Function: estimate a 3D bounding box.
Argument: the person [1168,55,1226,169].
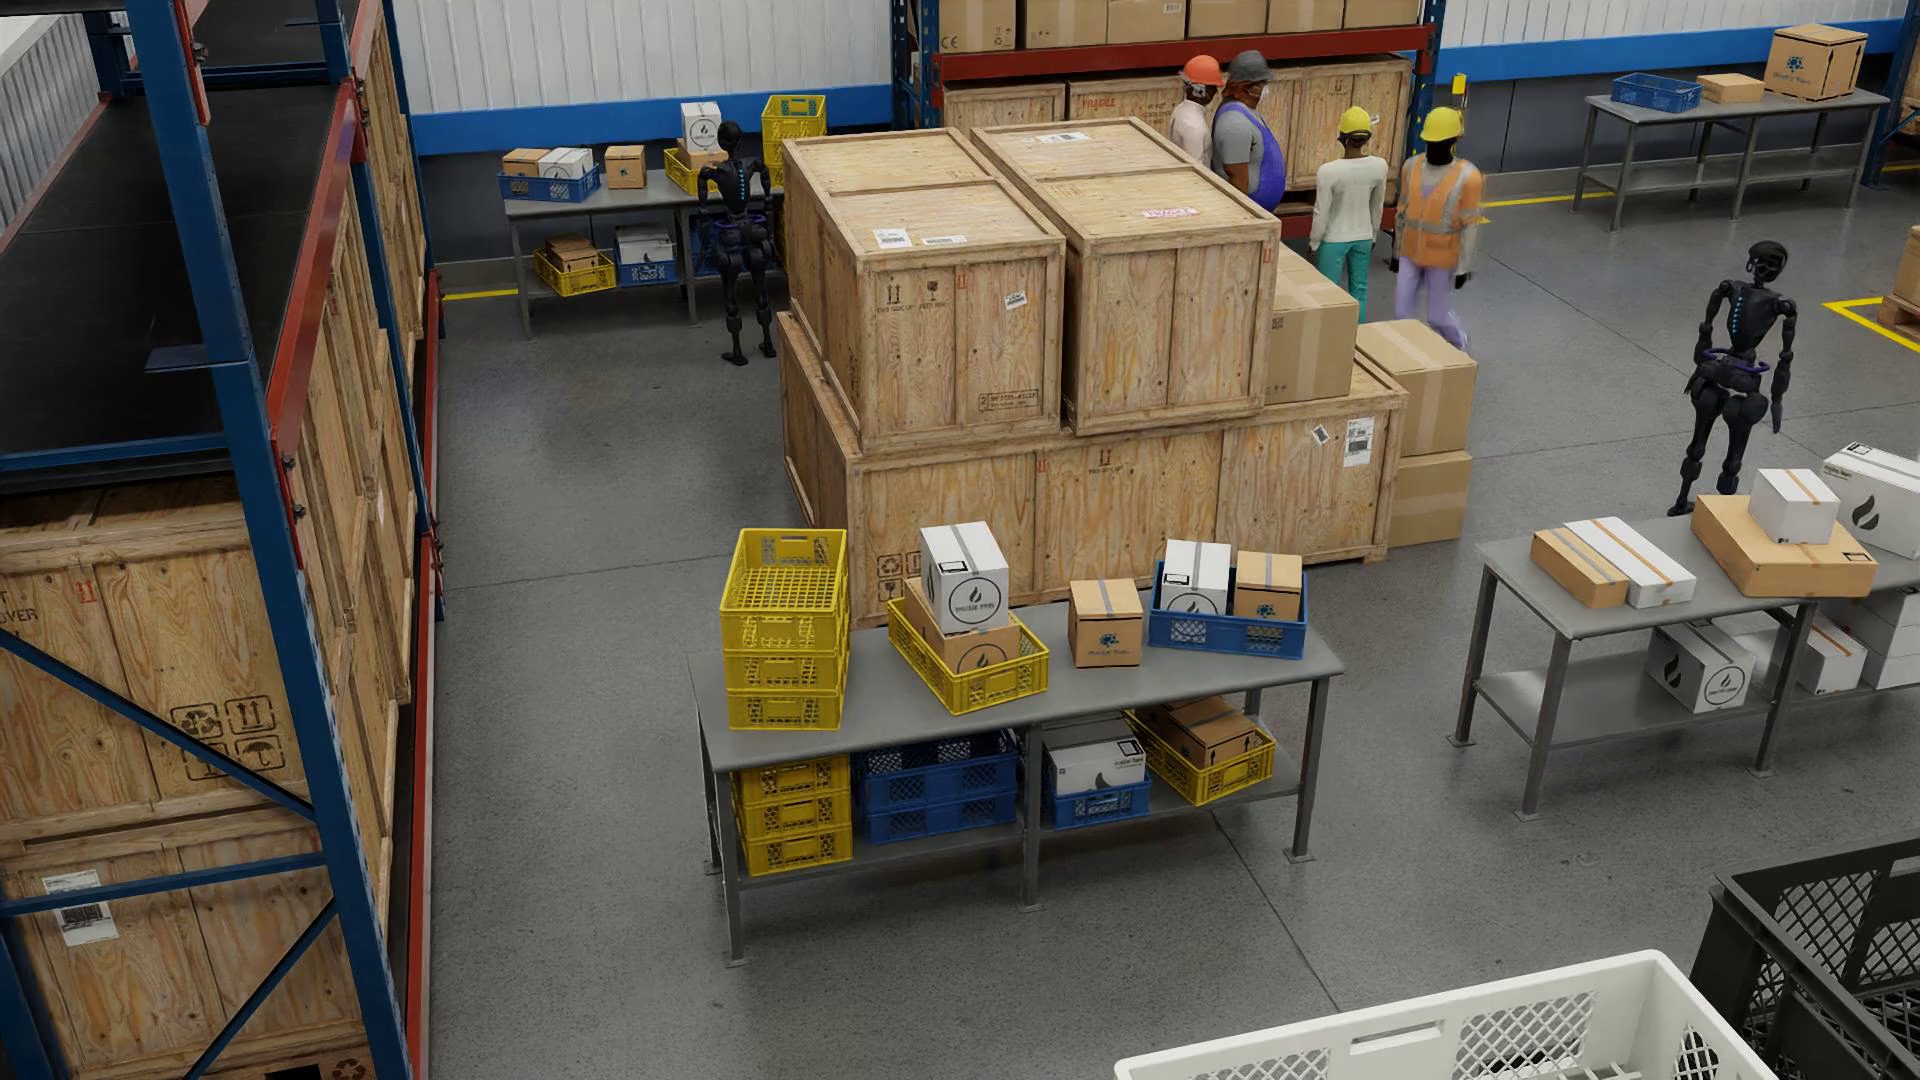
[{"bbox_3d":[1.614,-2.382,11.655,0.377,1.993,0.609,-1,29,-2],"label":"person"}]

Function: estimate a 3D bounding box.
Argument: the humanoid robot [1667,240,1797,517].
[{"bbox_3d":[4.277,-0.857,9.202,0.318,1.652,0.603,-16,33,-27],"label":"humanoid robot"}]

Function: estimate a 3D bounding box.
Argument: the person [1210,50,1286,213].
[{"bbox_3d":[1.984,-2.377,11.596,0.538,2.000,0.682,2,29,3],"label":"person"}]

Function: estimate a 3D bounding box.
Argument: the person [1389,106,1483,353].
[{"bbox_3d":[3.087,-1.890,10.856,0.715,1.906,0.595,-25,37,-38],"label":"person"}]

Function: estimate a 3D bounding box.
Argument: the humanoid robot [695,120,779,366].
[{"bbox_3d":[-1.512,-2.020,11.307,0.599,1.657,0.315,-16,33,-27],"label":"humanoid robot"}]

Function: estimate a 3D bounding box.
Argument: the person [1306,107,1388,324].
[{"bbox_3d":[2.599,-2.042,11.269,0.523,1.769,0.314,-8,30,-14],"label":"person"}]
